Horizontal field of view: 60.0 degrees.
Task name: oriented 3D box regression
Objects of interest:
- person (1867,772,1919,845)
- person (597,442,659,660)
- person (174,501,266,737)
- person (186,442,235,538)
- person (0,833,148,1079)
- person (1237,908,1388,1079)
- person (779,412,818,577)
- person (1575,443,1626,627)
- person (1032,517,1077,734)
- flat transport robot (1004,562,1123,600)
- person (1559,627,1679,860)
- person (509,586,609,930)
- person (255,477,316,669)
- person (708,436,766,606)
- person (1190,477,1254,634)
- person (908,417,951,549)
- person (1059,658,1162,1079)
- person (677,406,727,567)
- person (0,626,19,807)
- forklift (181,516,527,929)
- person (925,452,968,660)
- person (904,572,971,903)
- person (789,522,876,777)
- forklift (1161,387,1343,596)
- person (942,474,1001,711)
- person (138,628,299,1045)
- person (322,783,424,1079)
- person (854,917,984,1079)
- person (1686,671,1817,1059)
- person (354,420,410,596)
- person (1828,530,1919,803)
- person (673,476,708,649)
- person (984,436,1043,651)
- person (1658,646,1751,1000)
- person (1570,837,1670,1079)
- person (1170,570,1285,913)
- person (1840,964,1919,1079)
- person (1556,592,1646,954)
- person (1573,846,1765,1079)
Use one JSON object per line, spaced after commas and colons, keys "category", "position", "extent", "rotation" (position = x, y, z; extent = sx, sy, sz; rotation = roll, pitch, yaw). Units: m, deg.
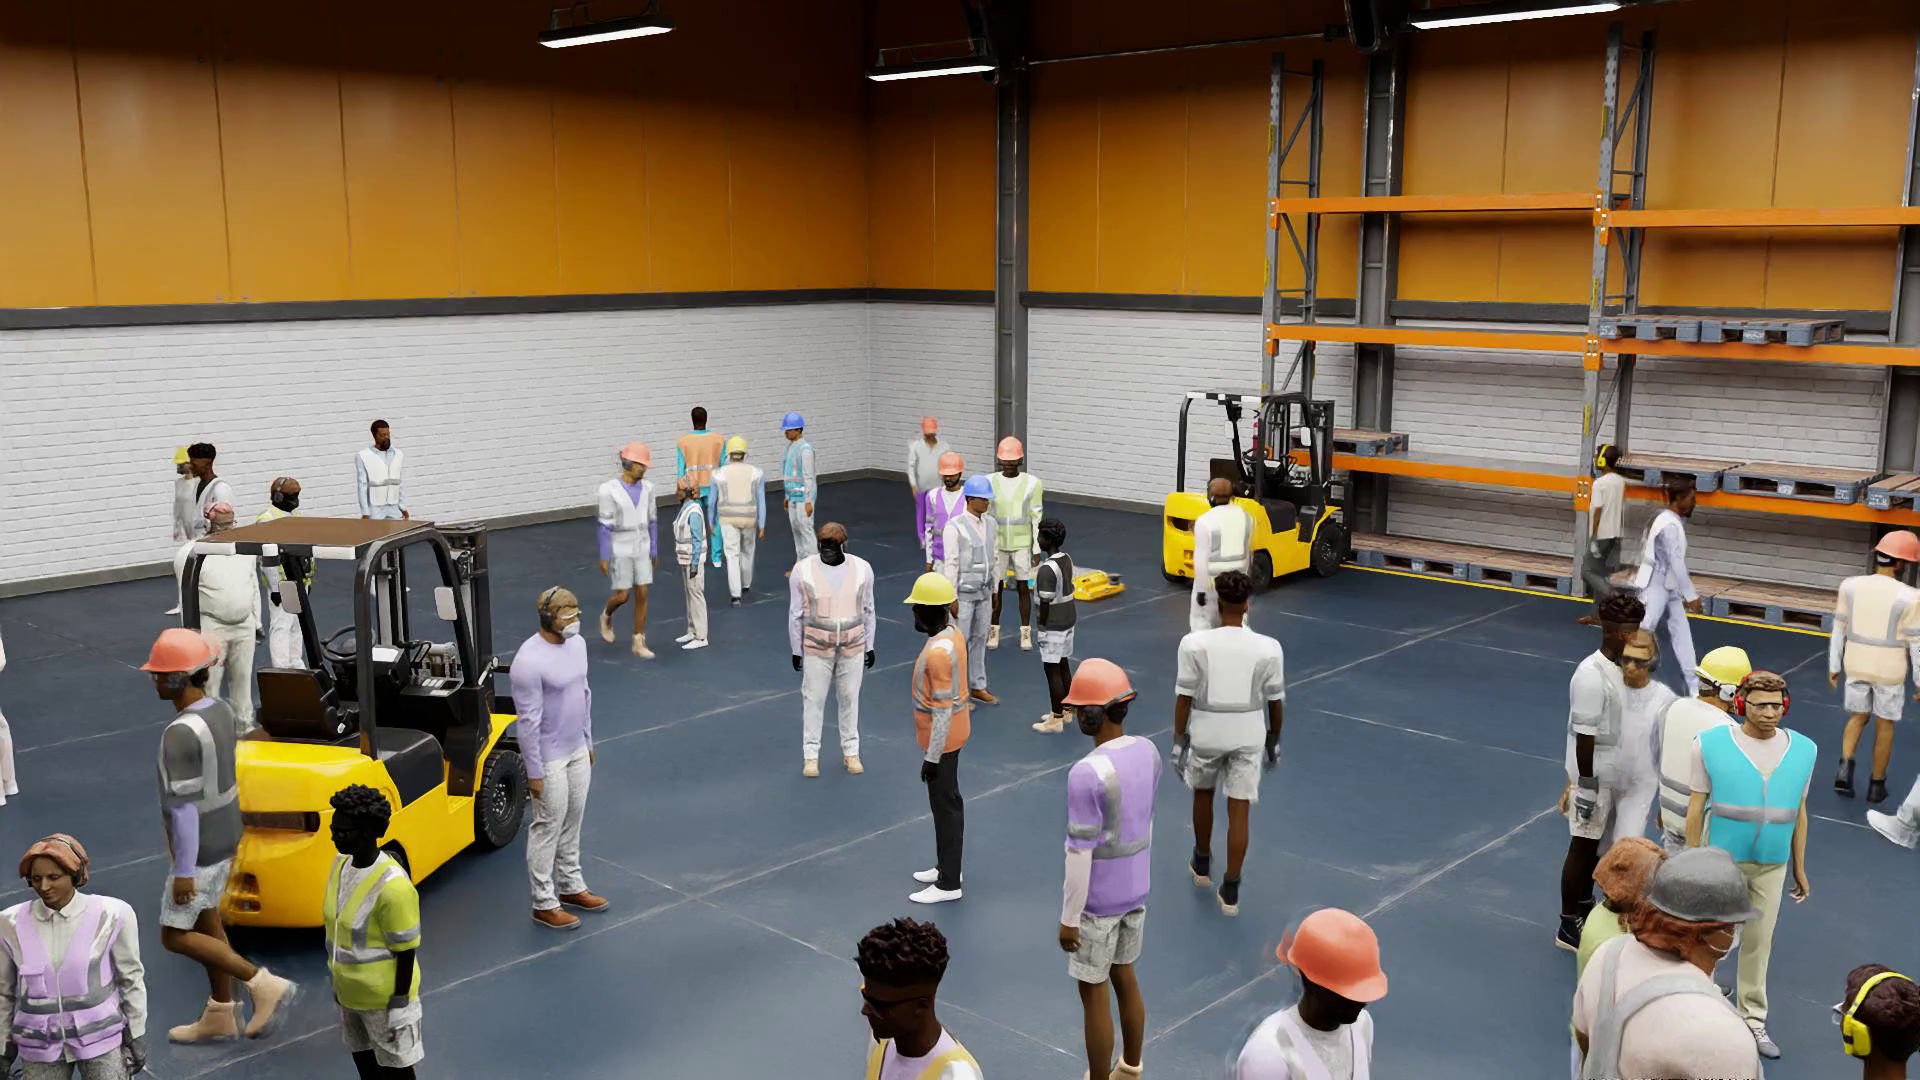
{"category": "person", "position": [6.151, 1.068, 10.170], "extent": [0.620, 1.861, 1.016], "rotation": [-4, 11, -21]}
{"category": "person", "position": [-3.065, 0.083, 15.335], "extent": [0.625, 2.022, 0.653], "rotation": [-9, 14, -42]}
{"category": "person", "position": [-5.479, 0.654, 12.417], "extent": [0.410, 1.905, 0.641], "rotation": [6, 12, 32]}
{"category": "person", "position": [-7.055, 0.046, 15.730], "extent": [0.606, 1.960, 0.374], "rotation": [10, 14, 43]}
{"category": "person", "position": [-3.296, 1.881, 6.176], "extent": [0.522, 1.640, 0.306], "rotation": [-3, 10, -16]}
{"category": "person", "position": [0.984, 1.963, 4.932], "extent": [0.553, 1.915, 0.670], "rotation": [-8, 13, -39]}
{"category": "person", "position": [-1.837, -0.487, 18.849], "extent": [0.430, 1.935, 0.615], "rotation": [-5, 11, -26]}
{"category": "person", "position": [6.406, -0.028, 16.439], "extent": [0.516, 1.856, 0.551], "rotation": [-7, 12, -33]}
{"category": "person", "position": [0.733, 0.662, 12.985], "extent": [0.321, 1.689, 0.530], "rotation": [4, 11, 23]}
{"category": "flat transport robot", "position": [1.026, 0.427, 18.349], "extent": [1.431, 0.197, 0.652], "rotation": [8, 13, 38]}
{"category": "person", "position": [3.527, 1.330, 8.856], "extent": [0.527, 1.811, 0.923], "rotation": [9, 14, 42]}
{"category": "person", "position": [-2.238, 1.199, 9.251], "extent": [0.385, 1.929, 0.635], "rotation": [3, 10, 18]}
{"category": "person", "position": [-5.727, 0.372, 14.212], "extent": [0.429, 1.838, 0.621], "rotation": [0, 10, 2]}
{"category": "person", "position": [-2.376, -0.210, 17.715], "extent": [0.597, 1.779, 0.965], "rotation": [-2, 10, -13]}
{"category": "person", "position": [2.288, 0.358, 14.378], "extent": [0.631, 1.804, 0.891], "rotation": [-6, 12, -30]}
{"category": "person", "position": [-0.372, -0.672, 20.588], "extent": [0.550, 1.683, 0.949], "rotation": [-1, 10, -6]}
{"category": "person", "position": [0.612, 1.510, 7.184], "extent": [0.411, 2.032, 0.611], "rotation": [7, 12, 36]}
{"category": "person", "position": [-3.037, -0.616, 19.628], "extent": [0.590, 1.911, 0.401], "rotation": [-3, 10, -16]}
{"category": "person", "position": [-6.660, 0.863, 11.186], "extent": [0.402, 1.918, 0.589], "rotation": [-2, 10, -10]}
{"category": "forklift", "position": [-3.583, 0.976, 9.748], "extent": [1.214, 2.155, 2.313], "rotation": [2, 10, 11]}
{"category": "person", "position": [-0.068, 0.146, 15.236], "extent": [0.544, 1.930, 0.389], "rotation": [3, 10, 17]}
{"category": "person", "position": [-0.132, 1.136, 9.598], "extent": [0.374, 1.928, 0.584], "rotation": [1, 10, 6]}
{"category": "person", "position": [-0.904, 0.777, 11.895], "extent": [0.630, 1.839, 0.429], "rotation": [-2, 10, -14]}
{"category": "forklift", "position": [3.298, -0.608, 18.767], "extent": [1.214, 2.155, 2.313], "rotation": [9, 13, 42]}
{"category": "person", "position": [0.108, 0.425, 13.627], "extent": [0.408, 1.942, 0.609], "rotation": [9, 14, 42]}
{"category": "person", "position": [-3.478, 1.406, 7.755], "extent": [0.553, 2.033, 0.619], "rotation": [-1, 10, -7]}
{"category": "person", "position": [-2.322, 1.783, 6.574], "extent": [0.539, 1.696, 0.317], "rotation": [8, 13, 40]}
{"category": "person", "position": [-0.111, 1.989, 4.660], "extent": [0.375, 1.957, 0.606], "rotation": [-5, 11, -24]}
{"category": "person", "position": [3.663, 1.498, 7.764], "extent": [0.563, 1.847, 0.389], "rotation": [0, 10, 1]}
{"category": "person", "position": [-6.293, -0.356, 18.119], "extent": [0.390, 1.920, 0.587], "rotation": [6, 12, 33]}
{"category": "person", "position": [6.186, 0.866, 11.211], "extent": [0.530, 1.908, 0.585], "rotation": [-7, 12, -36]}
{"category": "person", "position": [-2.540, 0.207, 15.706], "extent": [0.306, 1.639, 0.524], "rotation": [-3, 11, -19]}
{"category": "person", "position": [0.469, 0.042, 15.547], "extent": [0.603, 2.034, 0.417], "rotation": [1, 10, 8]}
{"category": "person", "position": [3.722, 1.418, 8.320], "extent": [0.403, 1.816, 0.603], "rotation": [-3, 10, -14]}
{"category": "person", "position": [2.449, 1.879, 6.240], "extent": [0.500, 1.623, 0.305], "rotation": [-10, 14, -43]}
{"category": "person", "position": [1.540, 1.116, 9.661], "extent": [0.644, 1.936, 0.840], "rotation": [1, 10, 5]}
{"category": "person", "position": [2.456, 2.062, 4.528], "extent": [0.516, 1.861, 0.321], "rotation": [-1, 10, -8]}
{"category": "person", "position": [3.445, 1.238, 8.912], "extent": [0.362, 1.962, 0.614], "rotation": [8, 13, 37]}
{"category": "person", "position": [2.189, 1.888, 4.994], "extent": [0.602, 2.000, 0.699], "rotation": [-1, 10, -5]}
